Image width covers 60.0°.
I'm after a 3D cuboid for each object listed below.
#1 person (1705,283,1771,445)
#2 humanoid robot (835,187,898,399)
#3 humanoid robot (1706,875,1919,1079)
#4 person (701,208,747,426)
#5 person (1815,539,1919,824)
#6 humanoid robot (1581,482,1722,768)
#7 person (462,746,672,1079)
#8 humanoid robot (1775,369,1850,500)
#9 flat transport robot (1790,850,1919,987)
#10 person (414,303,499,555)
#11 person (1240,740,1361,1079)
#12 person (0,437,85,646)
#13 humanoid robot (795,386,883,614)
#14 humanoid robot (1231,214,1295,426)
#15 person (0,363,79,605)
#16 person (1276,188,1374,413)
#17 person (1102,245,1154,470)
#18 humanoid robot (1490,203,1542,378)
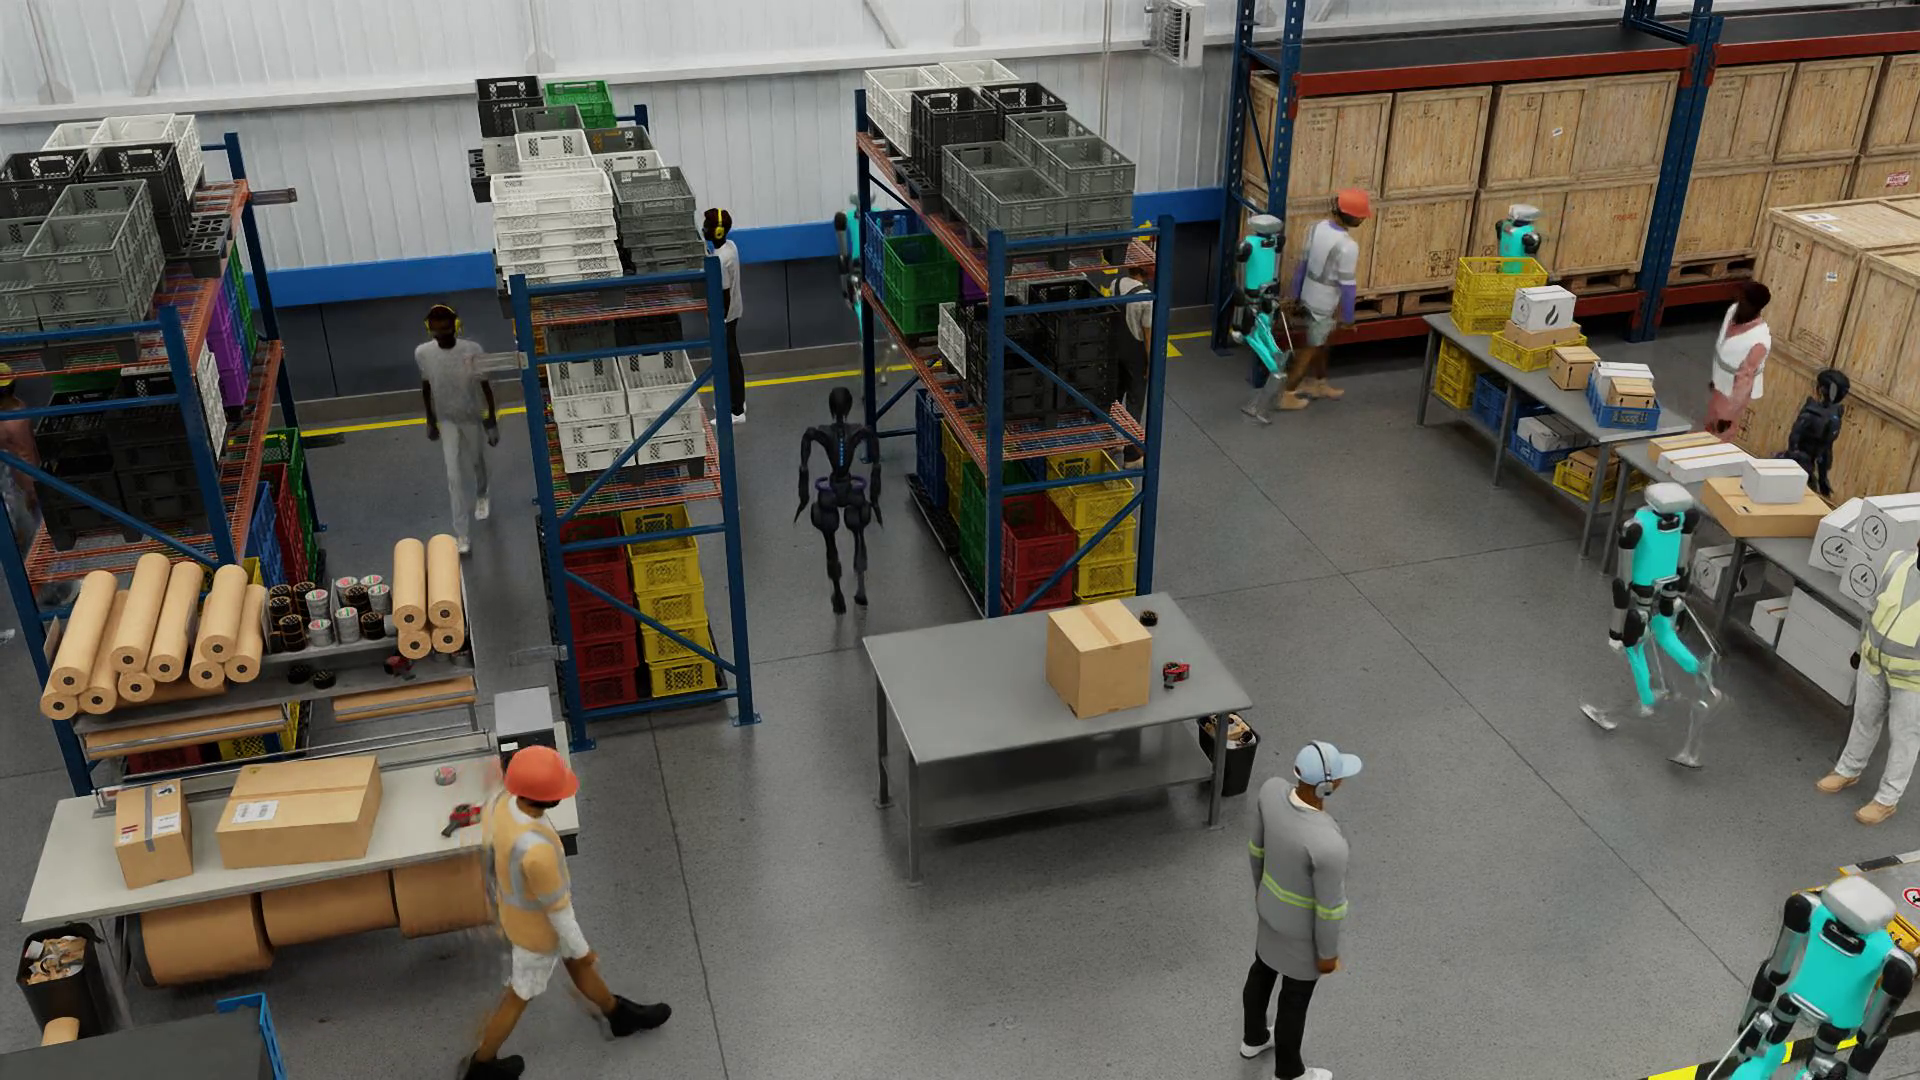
[{"bbox_3d":[5.797,-1.075,12.460,0.371,1.875,0.694,4,29,7],"label":"person"},{"bbox_3d":[-0.784,-2.093,14.472,0.547,1.806,0.829,-2,29,-3],"label":"humanoid robot"},{"bbox_3d":[3.273,2.183,6.721,1.066,1.745,0.539,-17,33,-28],"label":"humanoid robot"},{"bbox_3d":[-1.979,-1.864,13.886,0.329,1.876,0.509,-1,29,-1],"label":"person"},{"bbox_3d":[5.223,0.723,9.226,0.429,1.837,0.622,-11,31,-19],"label":"person"},{"bbox_3d":[4.133,0.587,9.626,0.539,1.767,1.046,-12,31,-20],"label":"humanoid robot"},{"bbox_3d":[-1.876,1.684,7.437,1.016,1.873,0.561,-14,32,-24],"label":"person"},{"bbox_3d":[5.803,-0.409,11.471,0.599,1.626,0.767,-17,33,-28],"label":"humanoid robot"},{"bbox_3d":[5.163,1.916,8.676,1.431,0.231,0.659,-8,30,-14],"label":"flat transport robot"},{"bbox_3d":[-3.634,-0.855,12.104,0.538,1.813,0.969,-4,29,-8],"label":"person"},{"bbox_3d":[1.526,1.673,7.474,0.397,1.852,0.589,-12,31,-21],"label":"person"},{"bbox_3d":[-6.355,-0.168,10.986,0.497,1.687,0.904,4,29,8],"label":"person"},{"bbox_3d":[-0.814,-0.242,11.146,0.593,1.646,0.419,-4,29,-7],"label":"humanoid robot"},{"bbox_3d":[2.627,-1.774,13.850,0.554,1.789,0.718,-22,36,-35],"label":"humanoid robot"},{"bbox_3d":[-6.350,-0.401,11.335,0.314,1.769,0.523,-17,33,-28],"label":"person"},{"bbox_3d":[3.109,-2.005,14.024,0.825,1.990,0.616,-8,30,-13],"label":"person"},{"bbox_3d":[1.358,-1.452,13.180,0.345,1.837,0.500,-20,34,-31],"label":"person"},{"bbox_3d":[5.034,-2.083,14.482,1.018,1.779,0.530,-9,30,-15],"label":"humanoid robot"}]
